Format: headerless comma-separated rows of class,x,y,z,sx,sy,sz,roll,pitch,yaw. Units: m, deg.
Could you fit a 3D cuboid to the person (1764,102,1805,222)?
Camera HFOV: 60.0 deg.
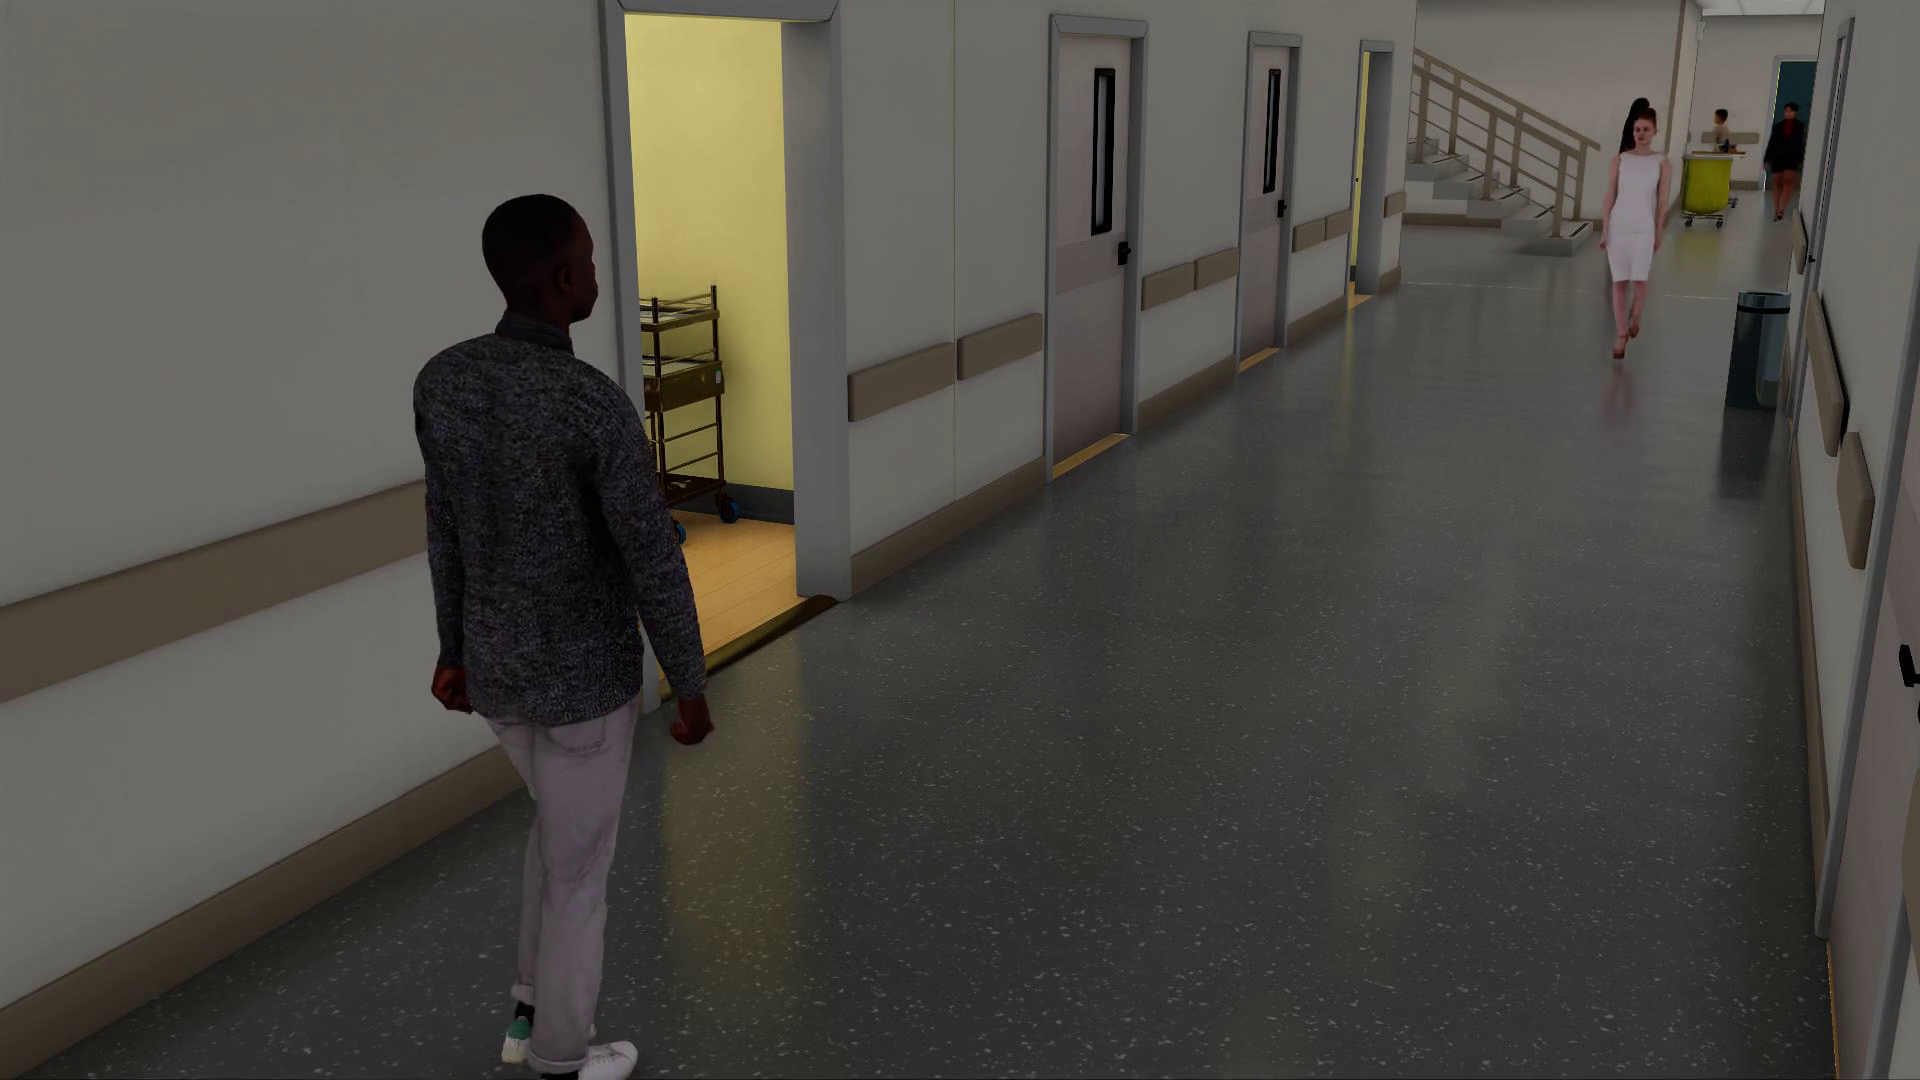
person,11.416,-5.207,23.021,0.920,1.613,0.749,10,18,31

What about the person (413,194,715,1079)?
person,-0.836,0.287,3.135,0.543,1.830,0.803,9,18,29

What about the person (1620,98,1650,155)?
person,8.502,-4.771,21.311,0.899,1.702,0.757,3,16,12

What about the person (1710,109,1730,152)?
person,12.281,-6.196,26.823,0.732,1.454,0.754,-9,18,-29

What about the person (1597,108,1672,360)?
person,4.886,-2.206,12.068,0.685,1.781,0.665,9,18,28
